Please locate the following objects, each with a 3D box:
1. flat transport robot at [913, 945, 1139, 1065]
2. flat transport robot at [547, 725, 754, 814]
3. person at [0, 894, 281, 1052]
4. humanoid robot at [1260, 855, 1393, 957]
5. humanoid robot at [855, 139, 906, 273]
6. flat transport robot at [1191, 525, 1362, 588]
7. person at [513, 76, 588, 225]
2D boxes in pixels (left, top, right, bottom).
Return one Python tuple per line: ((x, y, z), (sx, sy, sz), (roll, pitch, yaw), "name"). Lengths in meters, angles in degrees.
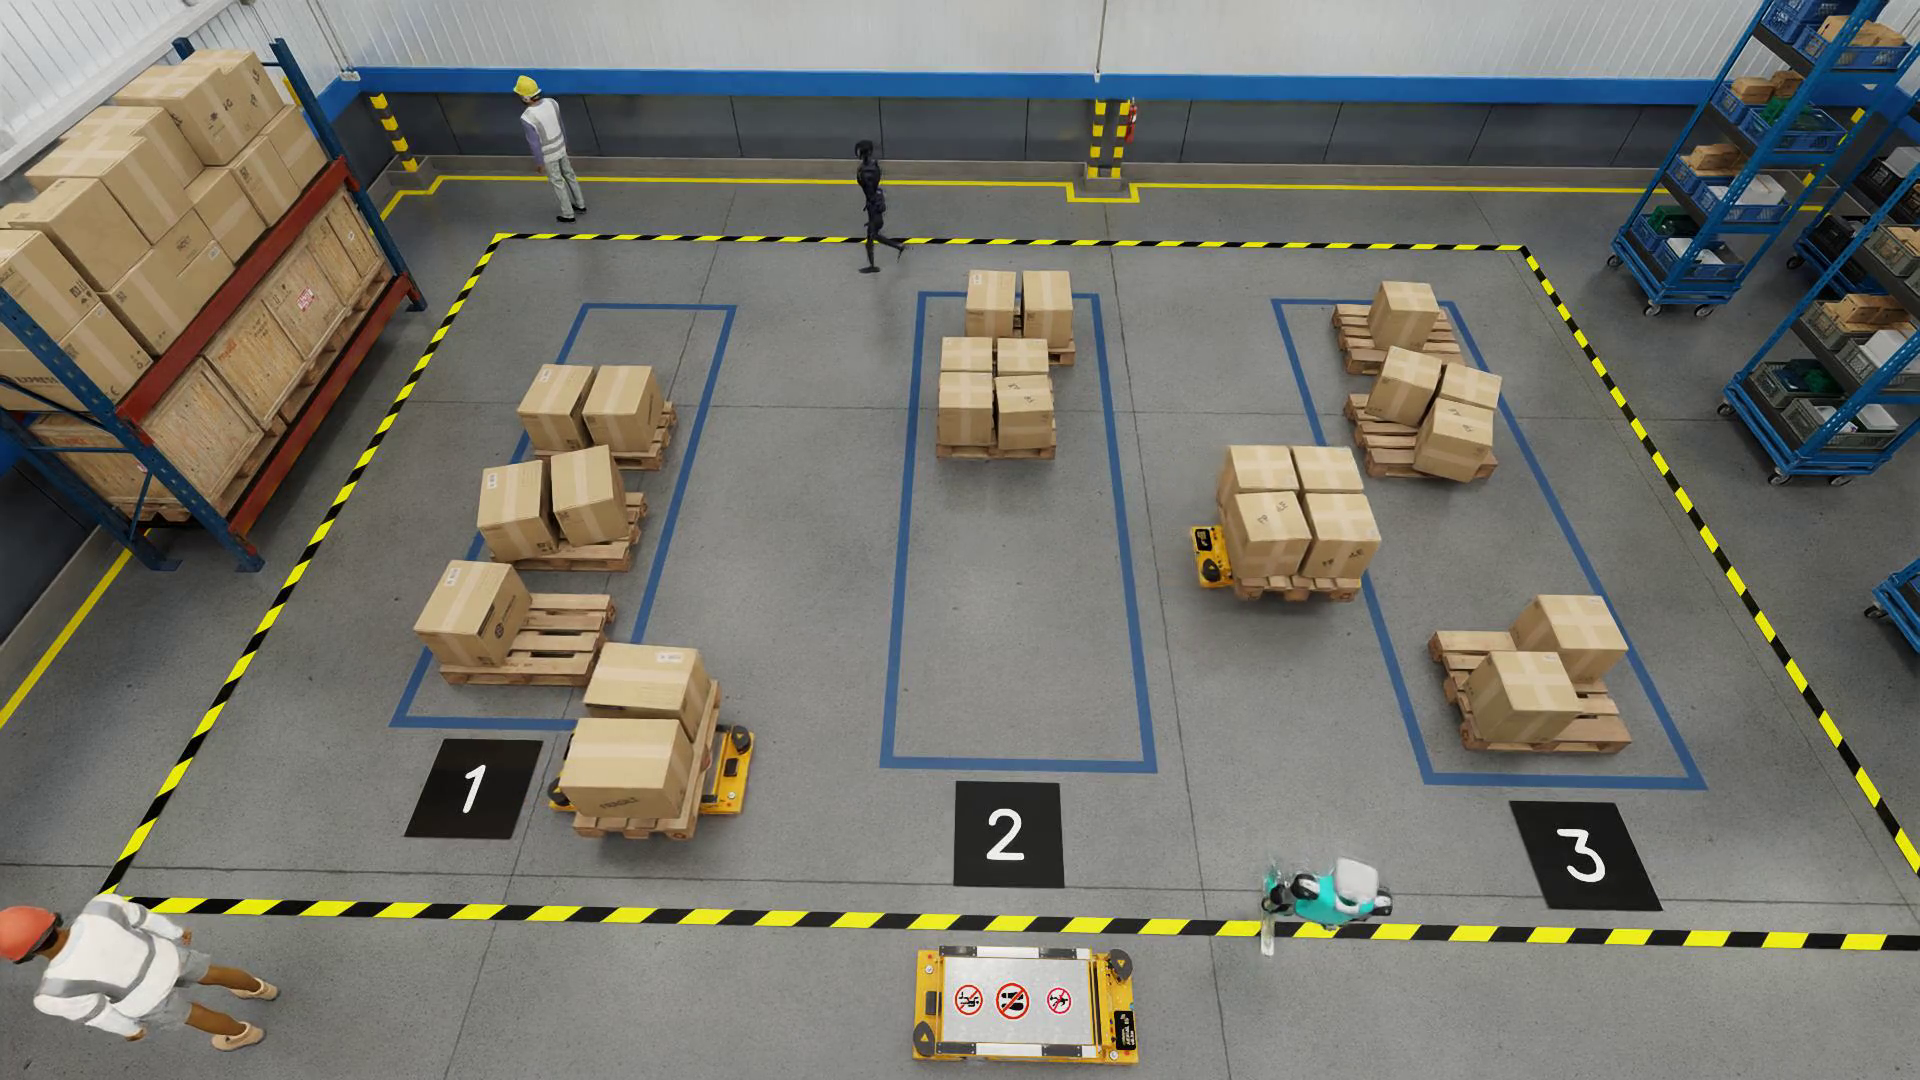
((0.422, 3.041, 6.007), (1.431, 0.231, 0.659), (1, 51, 1), "flat transport robot")
((-2.357, 1.746, 7.044), (1.431, 0.197, 0.652), (1, 51, 1), "flat transport robot")
((-4.711, 2.528, 5.283), (0.379, 2.039, 0.614), (-2, 51, -2), "person")
((2.183, 2.159, 5.835), (0.553, 1.846, 0.892), (9, 51, 7), "humanoid robot")
((-0.954, -3.891, 10.762), (0.577, 1.639, 0.608), (-7, 51, -6), "humanoid robot")
((2.885, 0.126, 8.365), (1.431, 0.197, 0.652), (1, 51, 1), "flat transport robot")
((-5.110, -4.848, 11.425), (0.404, 1.836, 0.597), (17, 53, 13), "person")
